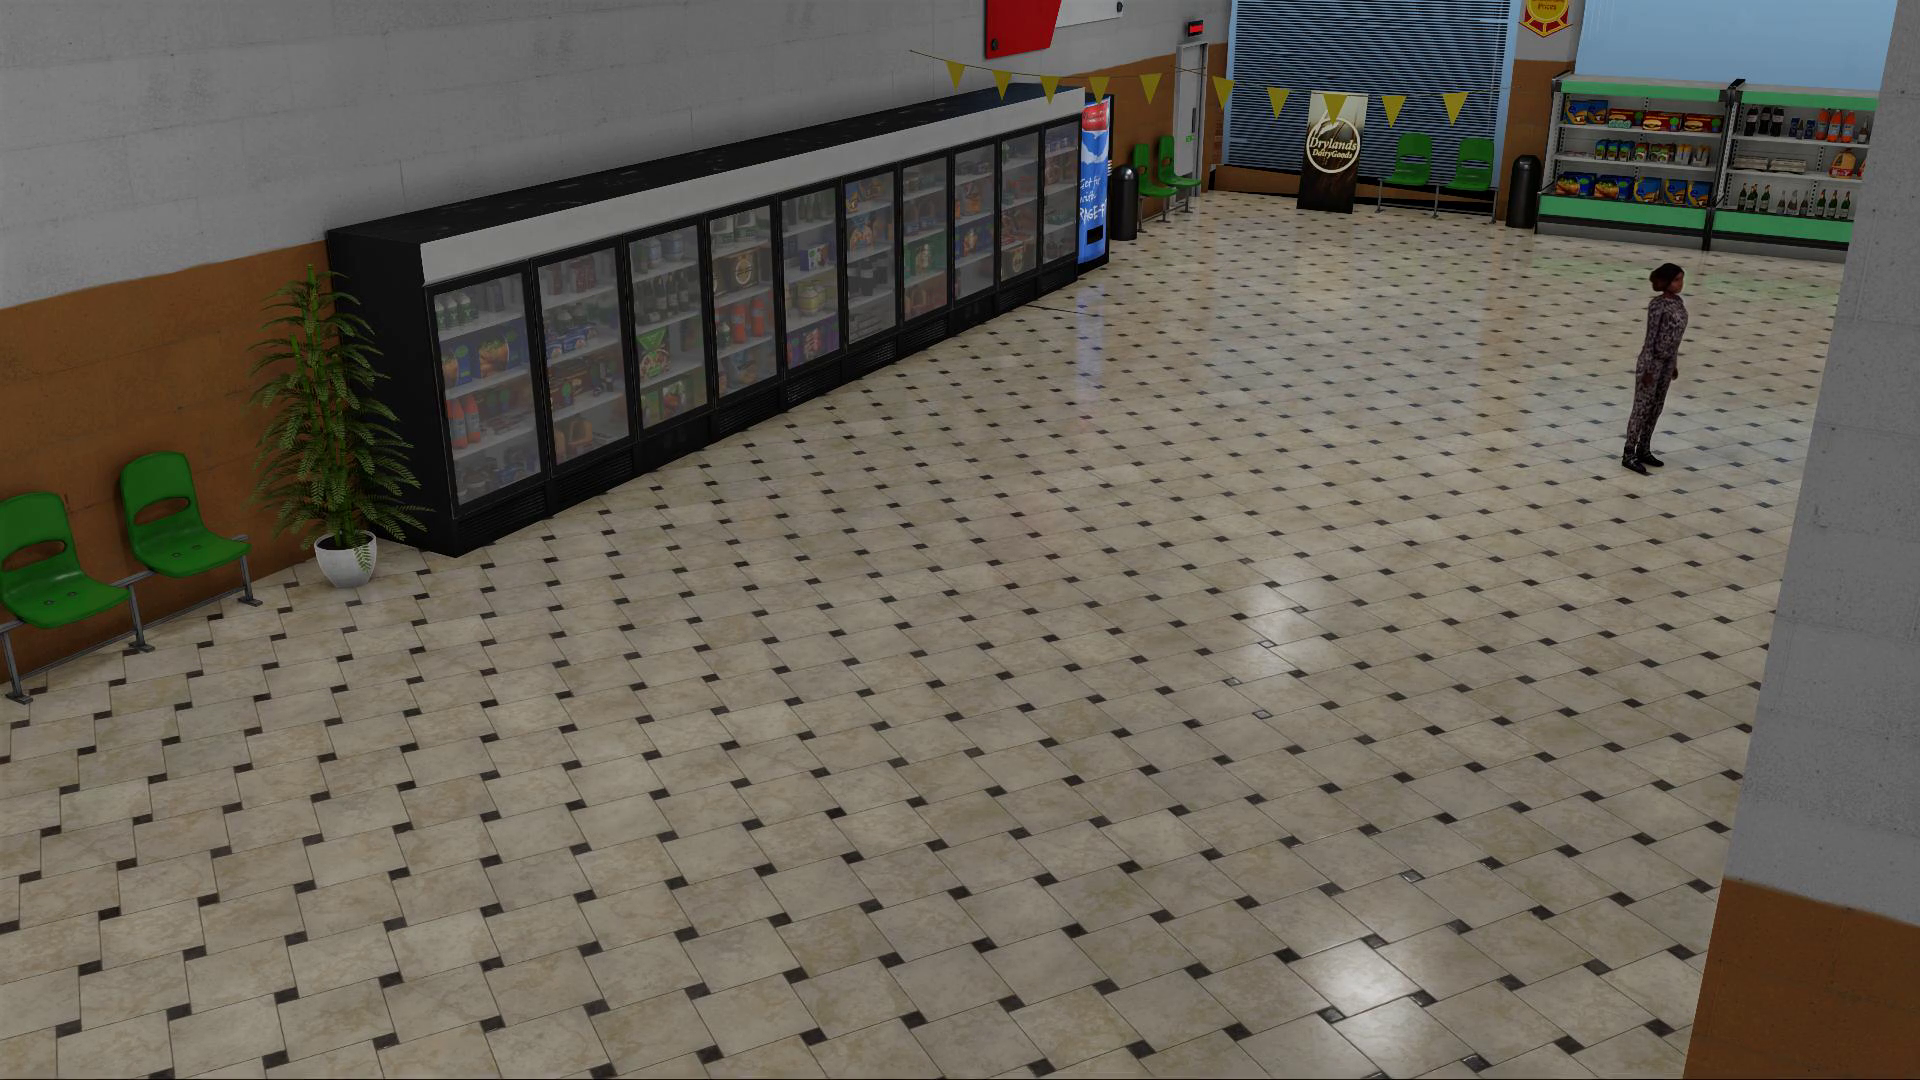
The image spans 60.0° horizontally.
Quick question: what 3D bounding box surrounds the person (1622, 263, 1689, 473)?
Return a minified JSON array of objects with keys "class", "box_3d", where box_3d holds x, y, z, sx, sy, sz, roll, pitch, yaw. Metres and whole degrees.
[{"class":"person","box_3d":[5.717,-1.423,13.660,0.671,1.713,0.697,-14,26,-31]}]
